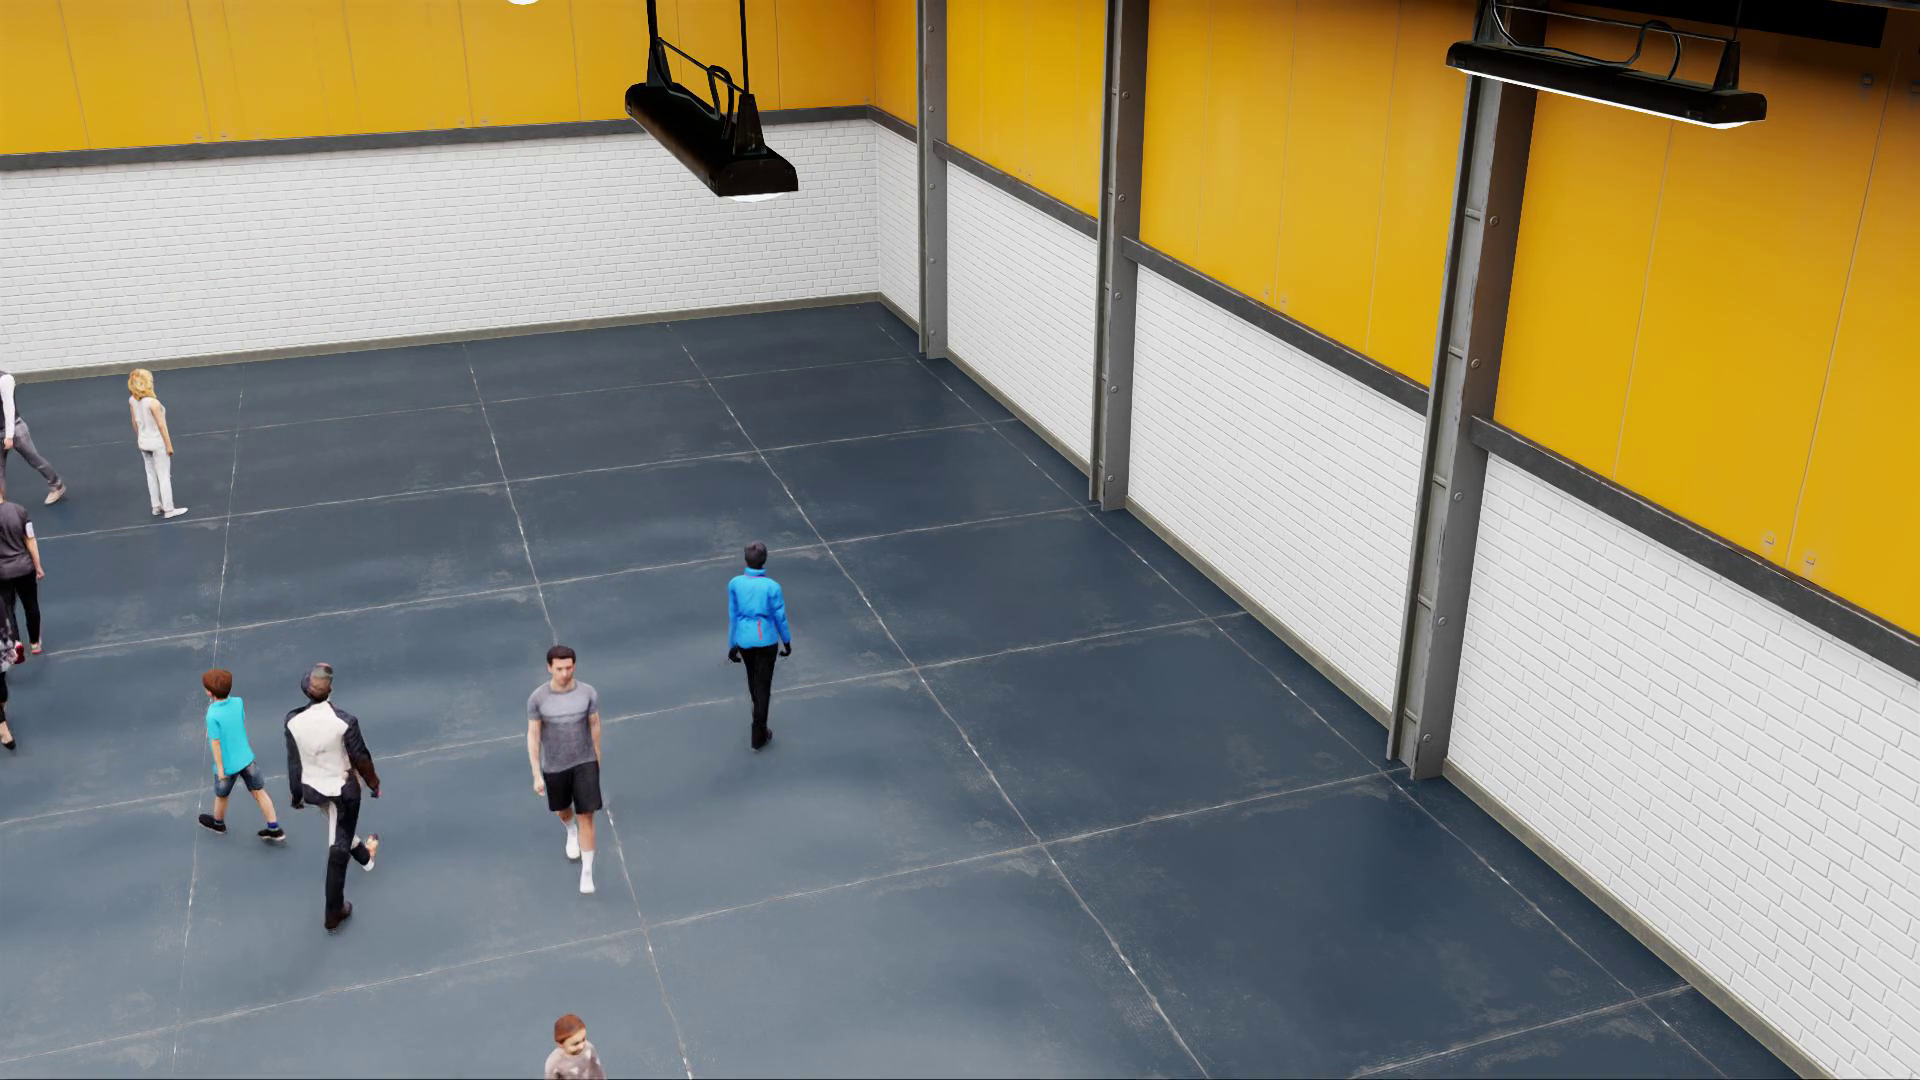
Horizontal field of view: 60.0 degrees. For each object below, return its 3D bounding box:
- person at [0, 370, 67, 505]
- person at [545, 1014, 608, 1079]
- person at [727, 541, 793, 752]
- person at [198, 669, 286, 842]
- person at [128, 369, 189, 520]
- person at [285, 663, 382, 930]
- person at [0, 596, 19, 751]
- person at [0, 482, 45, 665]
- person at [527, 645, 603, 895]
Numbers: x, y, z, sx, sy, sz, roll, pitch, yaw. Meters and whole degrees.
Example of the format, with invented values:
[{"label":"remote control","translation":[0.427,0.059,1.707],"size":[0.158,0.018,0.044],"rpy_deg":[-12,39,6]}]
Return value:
[{"label":"person","translation":[-10.323,-1.213,18.205],"size":[1.180,1.897,1.299],"rpy_deg":[9,25,19]},{"label":"person","translation":[-2.160,3.101,9.230],"size":[0.659,1.180,0.775],"rpy_deg":[-21,31,-39]},{"label":"person","translation":[-1.687,0.893,13.548],"size":[0.980,1.767,1.124],"rpy_deg":[6,24,12]},{"label":"person","translation":[-5.320,1.630,12.305],"size":[0.992,1.413,0.950],"rpy_deg":[10,25,21]},{"label":"person","translation":[-8.815,-1.064,18.146],"size":[0.687,1.670,0.748],"rpy_deg":[11,26,23]},{"label":"person","translation":[-4.332,1.787,11.412],"size":[1.078,1.841,1.315],"rpy_deg":[3,24,7]},{"label":"person","translation":[-7.970,0.976,13.586],"size":[0.858,1.585,1.162],"rpy_deg":[-17,29,-34]},{"label":"person","translation":[-8.514,0.299,14.925],"size":[0.742,1.752,0.995],"rpy_deg":[-13,27,-27]},{"label":"person","translation":[-2.824,1.554,11.964],"size":[0.778,1.824,1.246],"rpy_deg":[-5,24,-11]}]
